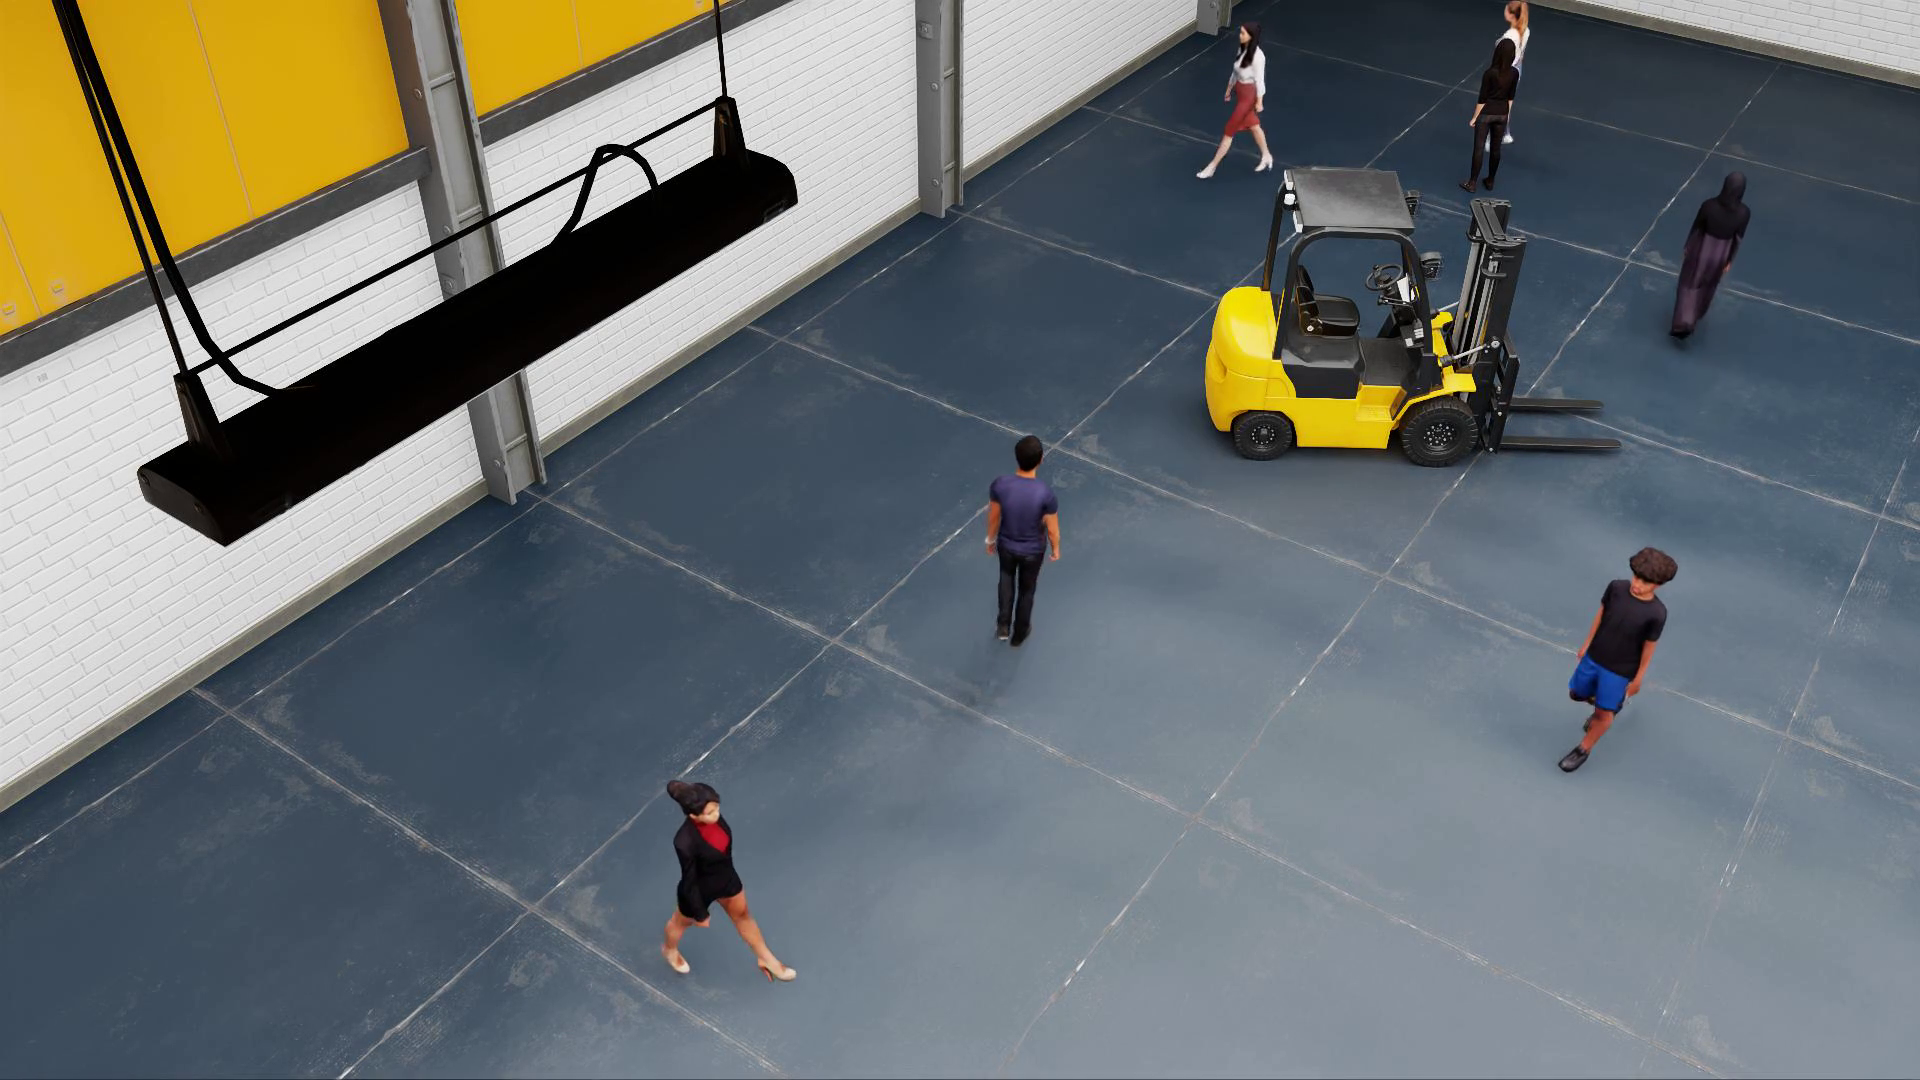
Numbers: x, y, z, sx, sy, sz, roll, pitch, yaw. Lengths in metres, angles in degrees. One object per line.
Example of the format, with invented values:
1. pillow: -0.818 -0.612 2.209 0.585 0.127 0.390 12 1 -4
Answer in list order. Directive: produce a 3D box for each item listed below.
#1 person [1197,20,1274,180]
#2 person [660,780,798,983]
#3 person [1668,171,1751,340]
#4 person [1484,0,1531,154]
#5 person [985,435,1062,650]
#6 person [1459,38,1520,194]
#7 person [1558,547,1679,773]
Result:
1. person: 3.083 -4.604 17.519 1.178 1.693 1.066 -9 40 -11
2. person: -1.509 1.955 9.387 0.810 1.593 1.043 14 41 17
3. person: 6.765 -2.567 15.042 0.812 1.601 1.101 11 40 13
4. person: 5.956 -4.954 17.939 0.676 1.716 0.776 -27 46 -30
5. person: 0.399 0.089 11.572 0.746 1.782 0.709 10 40 13
6. person: 5.553 -4.418 17.328 0.633 1.642 0.696 -7 39 -9
7. person: 4.282 0.736 10.759 0.962 1.786 0.807 -22 44 -25
